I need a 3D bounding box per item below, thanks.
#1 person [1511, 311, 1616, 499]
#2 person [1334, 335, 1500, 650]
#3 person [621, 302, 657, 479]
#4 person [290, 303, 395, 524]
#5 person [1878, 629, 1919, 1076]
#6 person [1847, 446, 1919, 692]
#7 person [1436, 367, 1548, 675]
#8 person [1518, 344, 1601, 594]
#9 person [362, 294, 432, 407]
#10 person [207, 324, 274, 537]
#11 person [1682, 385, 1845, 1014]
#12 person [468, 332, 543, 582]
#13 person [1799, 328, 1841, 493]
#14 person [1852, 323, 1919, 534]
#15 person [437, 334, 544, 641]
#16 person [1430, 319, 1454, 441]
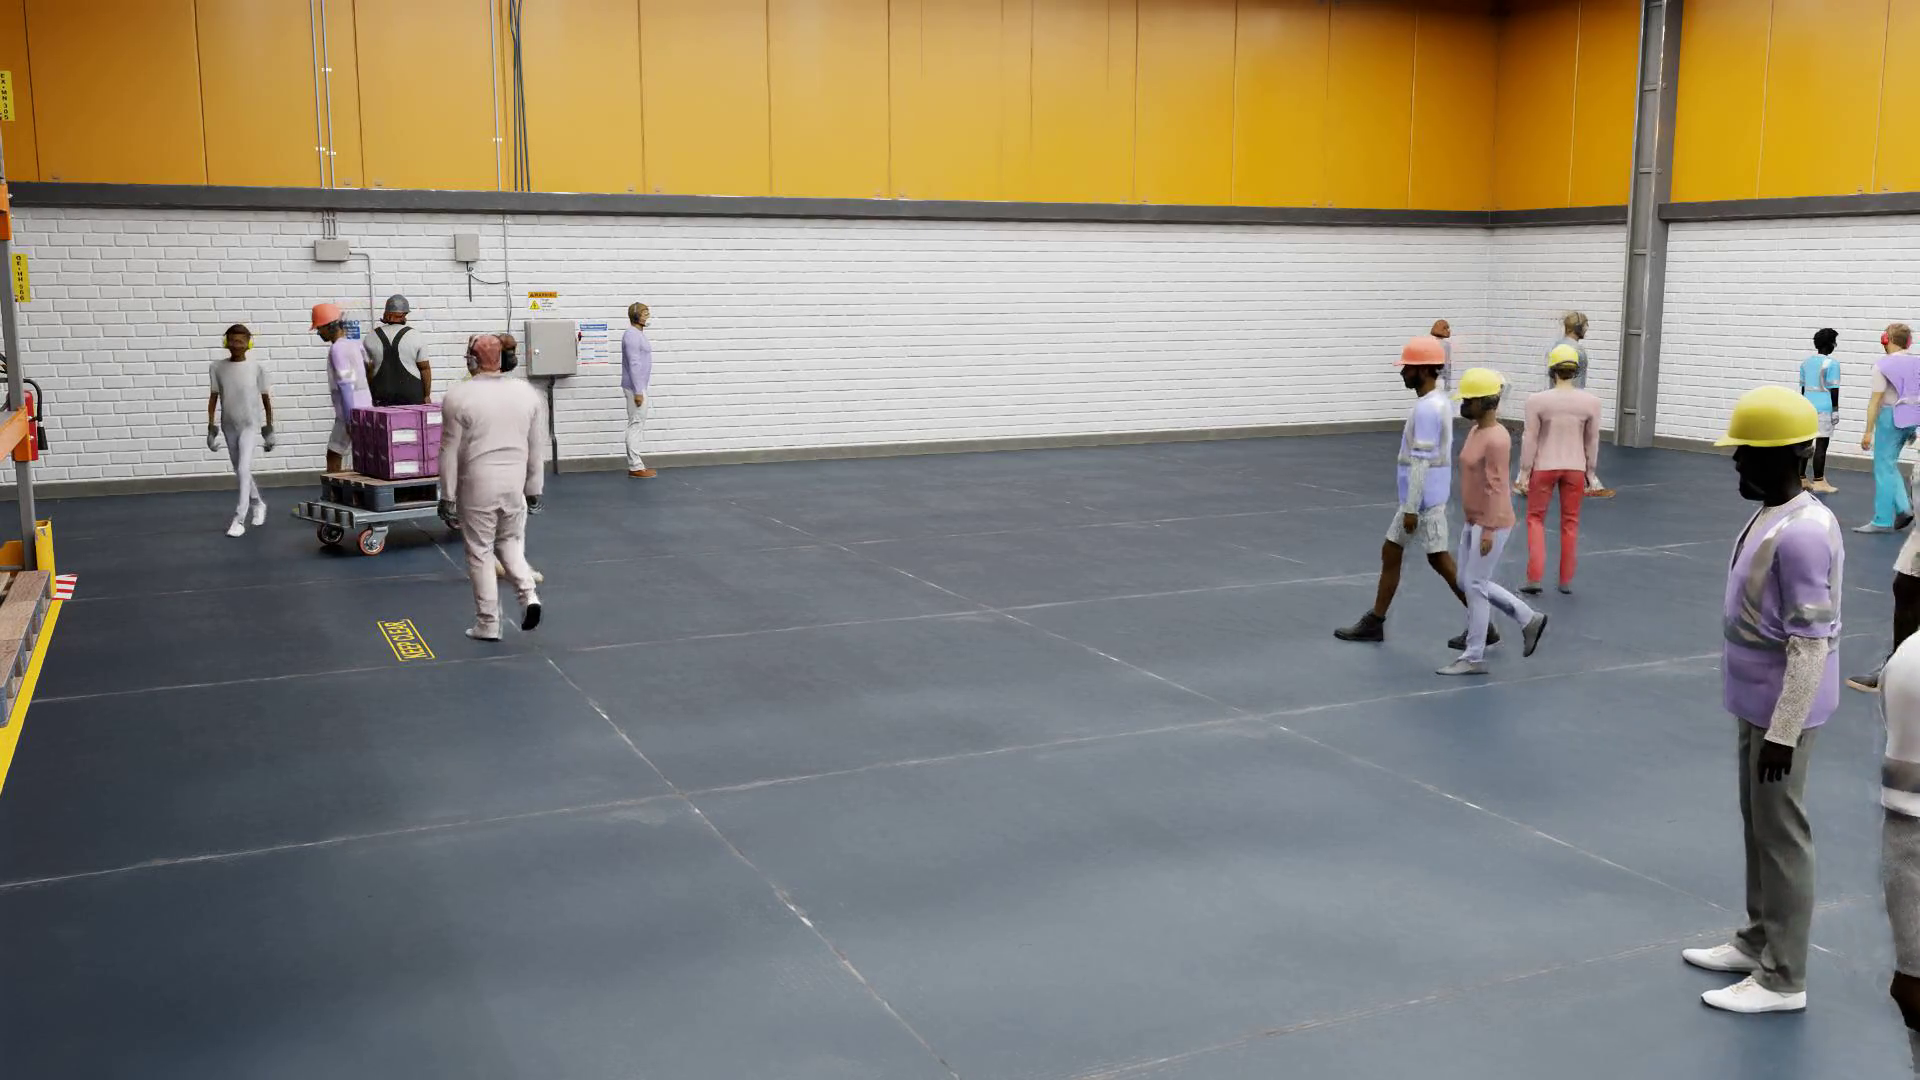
[{"bbox_3d":[6.008,-1.328,16.547,1.038,1.889,0.649,-1,9,-4],"label":"person"},{"bbox_3d":[2.808,-0.278,9.982,0.972,1.895,0.556,3,10,16],"label":"person"},{"bbox_3d":[-3.537,-1.642,18.286,0.372,1.941,0.627,-1,9,-7],"label":"person"},{"bbox_3d":[-5.561,-1.114,14.883,0.980,1.973,0.628,-1,9,-4],"label":"person"},{"bbox_3d":[2.127,0.772,3.374,0.570,1.914,0.412,-3,10,-17],"label":"person"},{"bbox_3d":[5.270,-0.101,8.740,0.847,1.940,0.614,2,9,13],"label":"person"},{"bbox_3d":[3.010,-0.093,9.302,0.583,1.745,0.526,0,9,0],"label":"person"},{"bbox_3d":[4.194,-0.487,11.664,0.534,1.766,0.321,1,9,6],"label":"person"},{"bbox_3d":[-5.804,-1.533,17.295,0.682,2.000,0.537,0,9,1],"label":"person"},{"bbox_3d":[-6.275,-0.982,14.550,0.534,1.827,0.946,-1,9,-5],"label":"person"},{"bbox_3d":[2.471,0.492,5.096,0.383,1.923,0.590,3,10,17],"label":"person"},{"bbox_3d":[-3.253,-0.592,12.121,0.673,1.821,0.662,1,9,6],"label":"person"},{"bbox_3d":[8.833,-1.328,17.087,0.318,1.698,0.534,-2,9,-11],"label":"person"},{"bbox_3d":[8.085,-0.958,14.387,0.692,1.824,0.413,-5,11,-30],"label":"person"},{"bbox_3d":[-2.887,-0.315,10.217,0.443,1.893,0.651,8,12,41],"label":"person"},{"bbox_3d":[6.425,-2.135,22.306,0.308,1.630,0.527,-3,10,-18],"label":"person"}]
